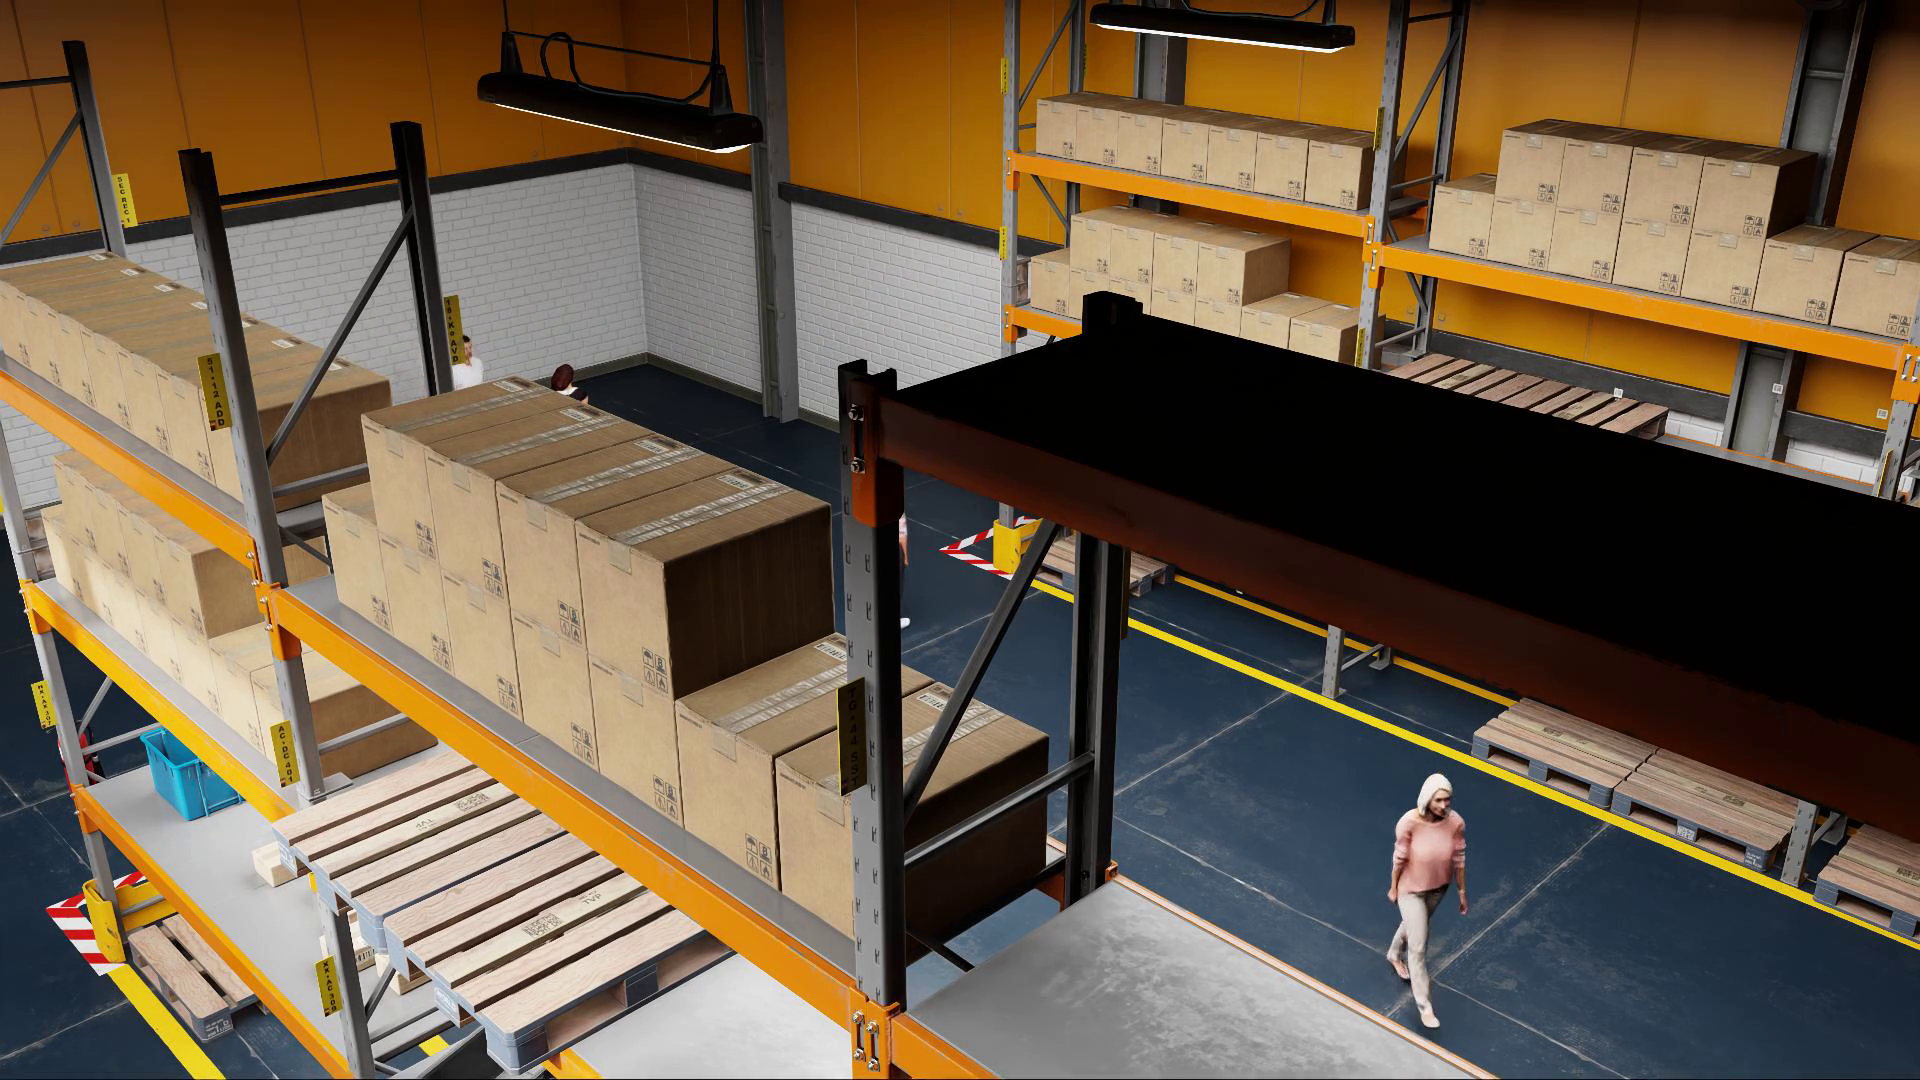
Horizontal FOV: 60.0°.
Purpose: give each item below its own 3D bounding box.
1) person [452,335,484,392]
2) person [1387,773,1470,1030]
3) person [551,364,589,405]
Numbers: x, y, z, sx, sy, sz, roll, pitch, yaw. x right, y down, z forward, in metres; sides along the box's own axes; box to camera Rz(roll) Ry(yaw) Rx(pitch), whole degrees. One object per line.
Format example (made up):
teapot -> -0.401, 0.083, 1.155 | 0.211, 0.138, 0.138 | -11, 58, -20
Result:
person -> -5.676, -1.476, 19.139 | 0.976, 1.834, 0.755 | 17, 29, 34
person -> 2.993, 2.228, 10.858 | 1.002, 1.679, 1.176 | -5, 24, -11
person -> -4.244, -1.065, 18.244 | 0.645, 1.797, 0.625 | -8, 25, -18
